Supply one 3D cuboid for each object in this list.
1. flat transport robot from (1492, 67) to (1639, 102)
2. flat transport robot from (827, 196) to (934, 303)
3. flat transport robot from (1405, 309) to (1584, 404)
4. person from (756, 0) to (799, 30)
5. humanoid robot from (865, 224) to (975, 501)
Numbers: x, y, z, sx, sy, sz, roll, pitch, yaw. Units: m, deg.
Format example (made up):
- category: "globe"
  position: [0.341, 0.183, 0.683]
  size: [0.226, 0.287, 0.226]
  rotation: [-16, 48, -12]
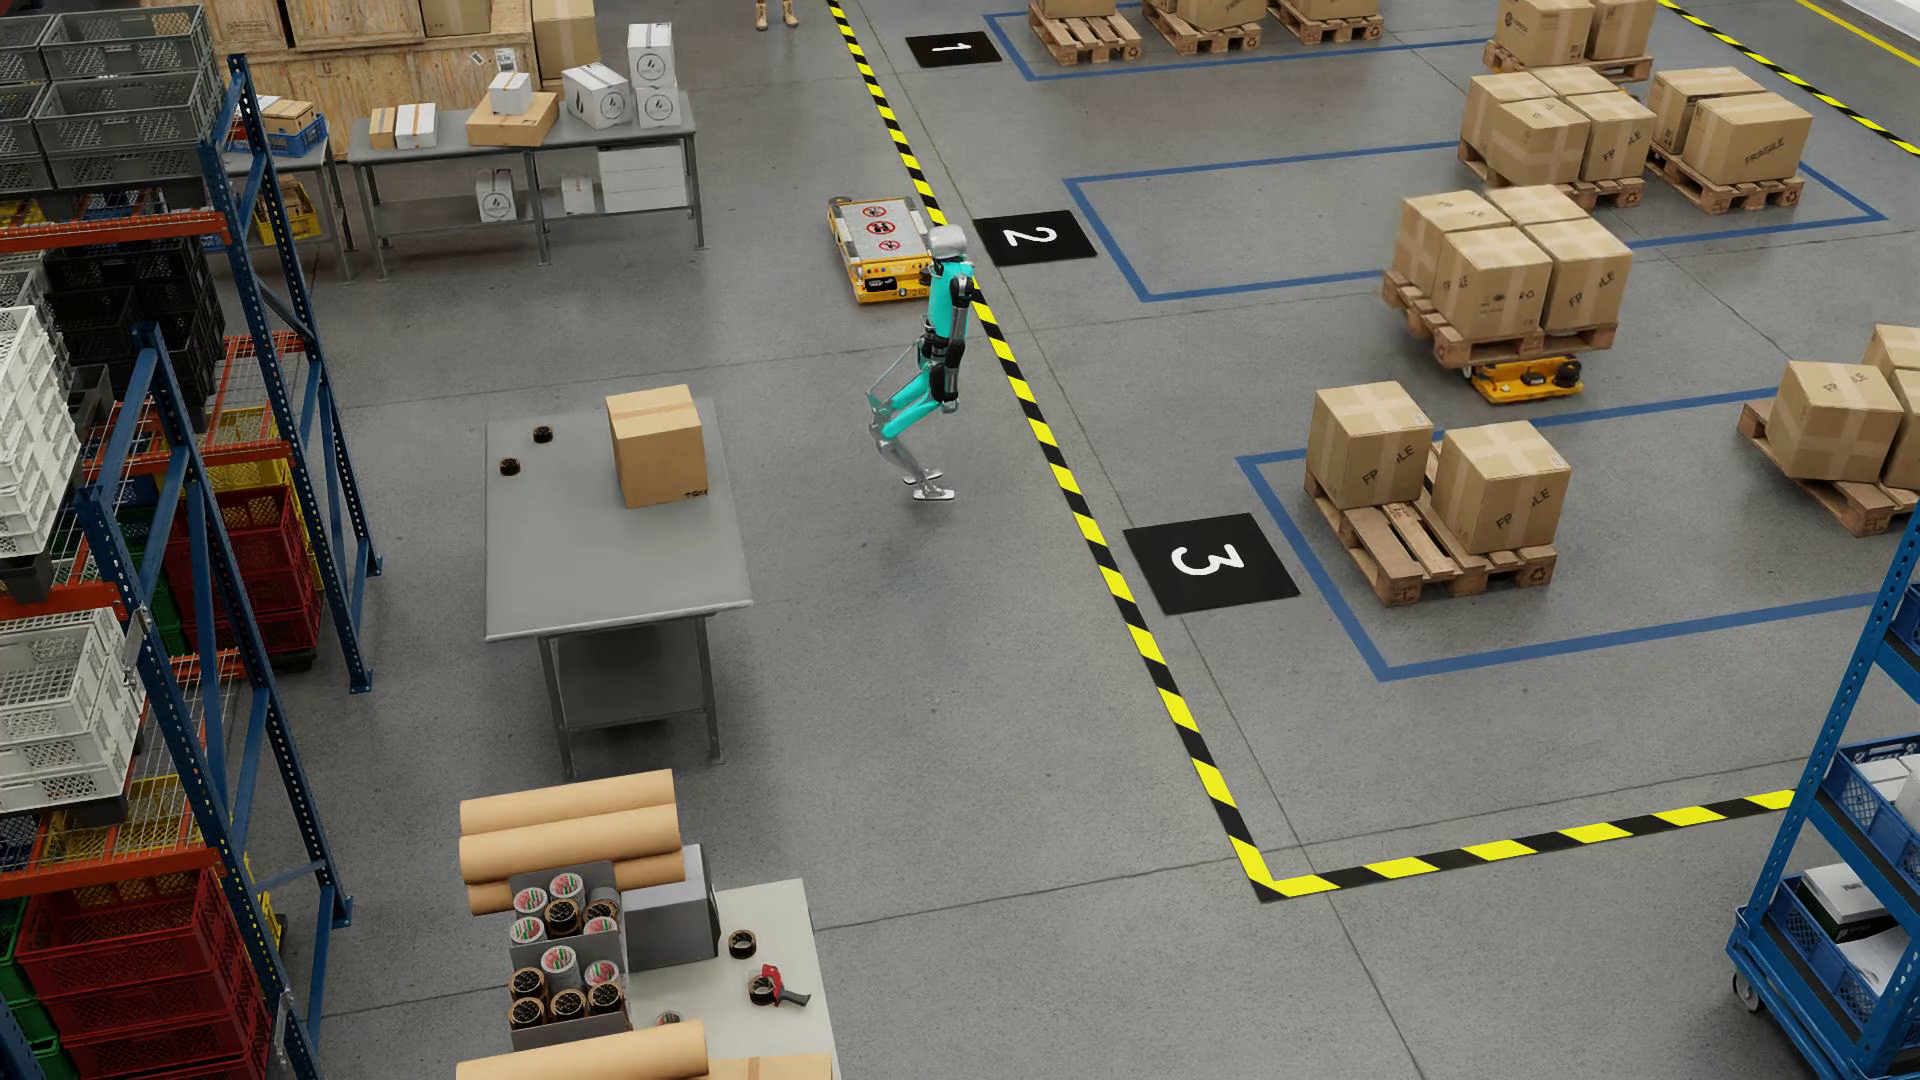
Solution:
- category: "flat transport robot"
  position: [5.486, -4.138, 15.091]
  size: [0.652, 0.197, 1.431]
  rotation: [-9, 38, -12]
- category: "flat transport robot"
  position: [-0.570, -2.220, 12.538]
  size: [0.659, 0.231, 1.431]
  rotation: [-8, 37, -10]
- category: "flat transport robot"
  position: [3.638, -1.411, 11.427]
  size: [0.652, 0.197, 1.431]
  rotation: [-8, 37, -10]
- category: "person"
  position: [-1.836, -5.992, 16.123]
  size: [0.613, 2.043, 0.371]
  rotation: [-9, 38, -12]
- category: "humanoid robot"
  position: [-0.281, -0.980, 9.528]
  size: [0.735, 1.677, 0.533]
  rotation: [-8, 37, -11]
